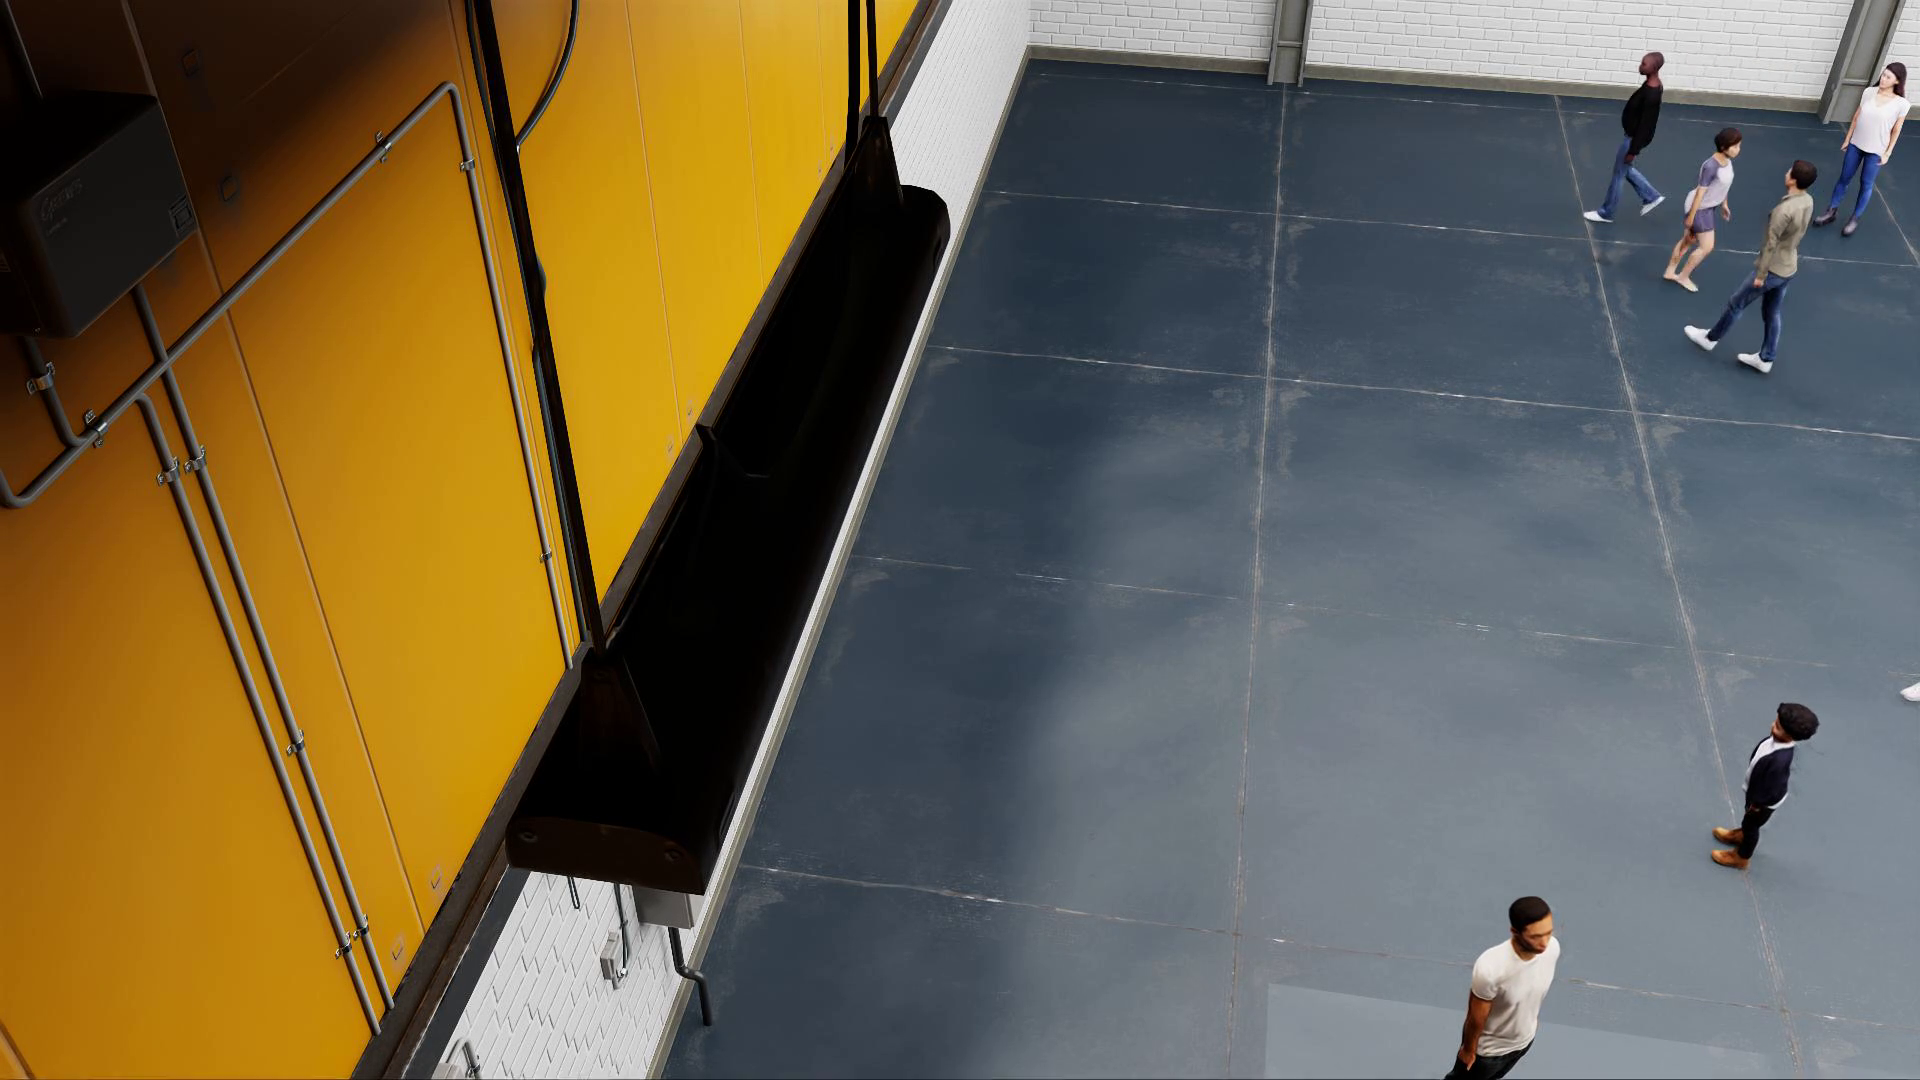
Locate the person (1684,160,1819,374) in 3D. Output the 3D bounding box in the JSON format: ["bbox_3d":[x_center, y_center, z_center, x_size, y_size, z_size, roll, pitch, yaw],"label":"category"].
[{"bbox_3d":[6.787,-2.196,13.716,1.087,1.834,1.164,-26,46,-29],"label":"person"}]

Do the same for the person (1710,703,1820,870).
[{"bbox_3d":[4.694,1.420,9.677,0.564,1.225,0.556,17,42,20],"label":"person"}]

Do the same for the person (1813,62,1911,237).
[{"bbox_3d":[8.581,-3.697,15.716,0.739,1.684,0.667,-27,46,-30],"label":"person"}]

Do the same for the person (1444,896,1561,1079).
[{"bbox_3d":[2.595,2.352,8.045,0.692,1.805,0.768,-21,43,-24],"label":"person"}]

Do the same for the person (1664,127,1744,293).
[{"bbox_3d":[6.617,-3.014,14.968,0.723,1.550,0.667,23,44,27],"label":"person"}]

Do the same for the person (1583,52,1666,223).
[{"bbox_3d":[6.484,-3.797,15.801,0.948,1.735,0.670,11,40,13],"label":"person"}]
